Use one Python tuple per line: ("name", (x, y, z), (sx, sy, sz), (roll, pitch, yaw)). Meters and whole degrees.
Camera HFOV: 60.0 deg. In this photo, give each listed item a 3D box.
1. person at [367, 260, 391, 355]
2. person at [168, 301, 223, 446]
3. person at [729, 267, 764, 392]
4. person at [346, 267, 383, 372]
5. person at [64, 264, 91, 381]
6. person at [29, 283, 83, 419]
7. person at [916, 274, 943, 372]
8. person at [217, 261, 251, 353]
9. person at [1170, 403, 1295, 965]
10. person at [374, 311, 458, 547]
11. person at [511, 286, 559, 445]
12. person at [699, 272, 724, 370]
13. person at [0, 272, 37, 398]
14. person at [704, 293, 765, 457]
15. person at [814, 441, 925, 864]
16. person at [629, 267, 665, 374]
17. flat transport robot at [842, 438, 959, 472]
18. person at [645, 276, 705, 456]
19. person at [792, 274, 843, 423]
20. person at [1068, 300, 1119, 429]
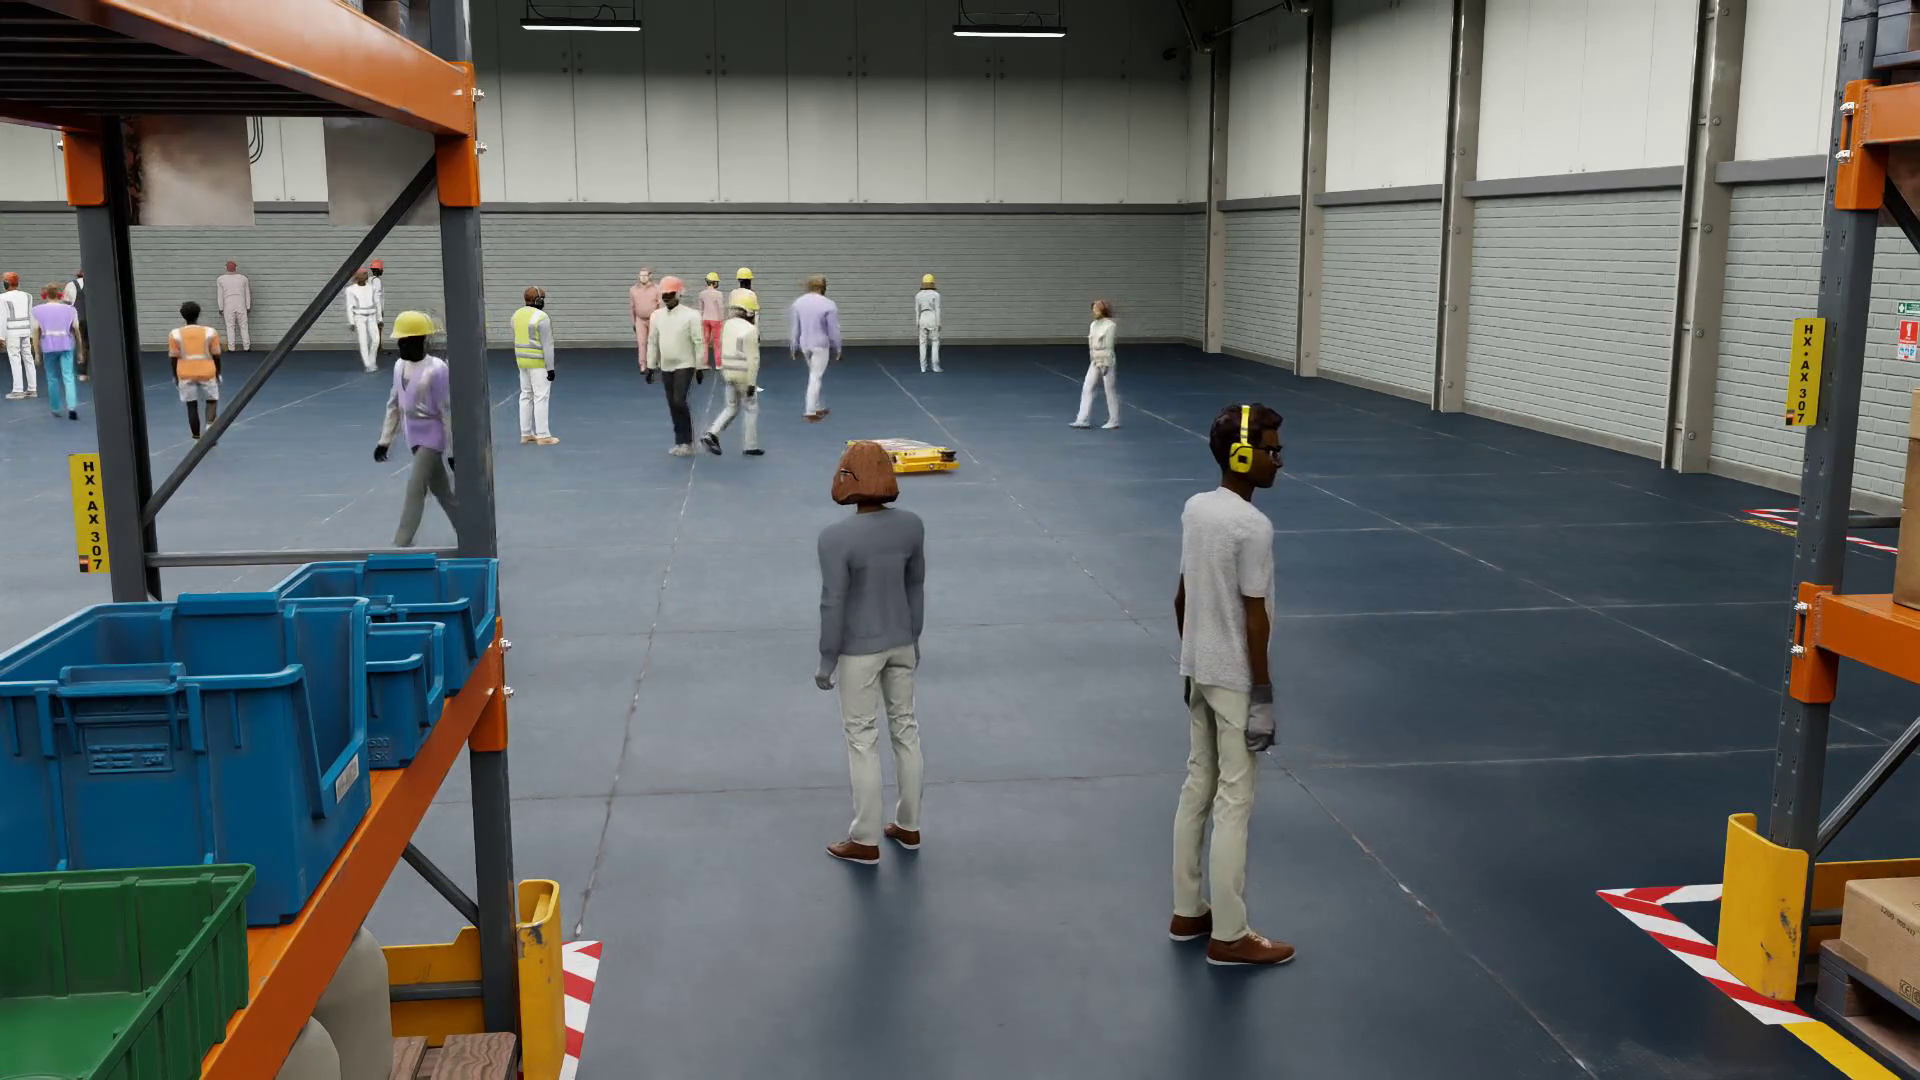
("person", (-11.882, -4.743, 33.958), (0.379, 1.937, 0.548), (-7, 13, -34))
("person", (-8.636, -1.858, 18.809), (0.550, 1.684, 0.369), (-5, 11, -23))
("person", (-3.335, -3.260, 25.847), (0.587, 1.930, 0.362), (8, 13, 38))
("person", (-10.564, -3.909, 29.565), (0.631, 1.868, 0.420), (-8, 13, -38))
("person", (-14.548, -3.682, 27.860), (0.700, 2.000, 0.539), (0, 10, 2))
("person", (-11.942, -2.500, 22.030), (0.586, 1.812, 0.925), (-7, 13, -35))
("person", (-0.554, -3.869, 29.726), (0.495, 1.739, 0.321), (5, 12, 28))
("person", (-15.090, -4.842, 34.584), (0.640, 1.910, 0.407), (-6, 12, -30))
("person", (0.899, 0.476, 5.548), (0.330, 1.866, 0.512), (-4, 11, -21))
("person", (-3.938, -0.726, 12.126), (0.606, 1.871, 1.008), (10, 14, 44))
("person", (-4.922, -2.018, 19.311), (0.630, 1.835, 0.429), (8, 13, 38))
("person", (-4.473, -3.943, 30.050), (0.526, 1.765, 0.329), (5, 12, 27))
("person", (-14.099, -3.053, 24.853), (0.355, 1.881, 0.576), (4, 11, 19))
("person", (-2.451, -1.777, 18.075), (0.609, 1.804, 0.680), (9, 14, 42))
("person", (-0.343, 0.433, 6.412), (0.501, 1.633, 0.283), (-9, 14, -41))
("person", (-5.544, -3.912, 29.594), (0.652, 1.876, 0.910), (0, 10, -1))
("flat transport robot", (-0.641, -0.905, 17.491), (0.652, 0.197, 1.431), (-6, 12, -29))
("person", (-3.132, -1.894, 18.243), (0.618, 1.975, 0.597), (5, 11, 26))
("person", (-1.800, -2.507, 21.766), (0.663, 1.905, 0.871), (6, 12, 31))
("person", (1.690, -2.172, 20.744), (0.760, 1.604, 0.542), (-6, 12, -28))
